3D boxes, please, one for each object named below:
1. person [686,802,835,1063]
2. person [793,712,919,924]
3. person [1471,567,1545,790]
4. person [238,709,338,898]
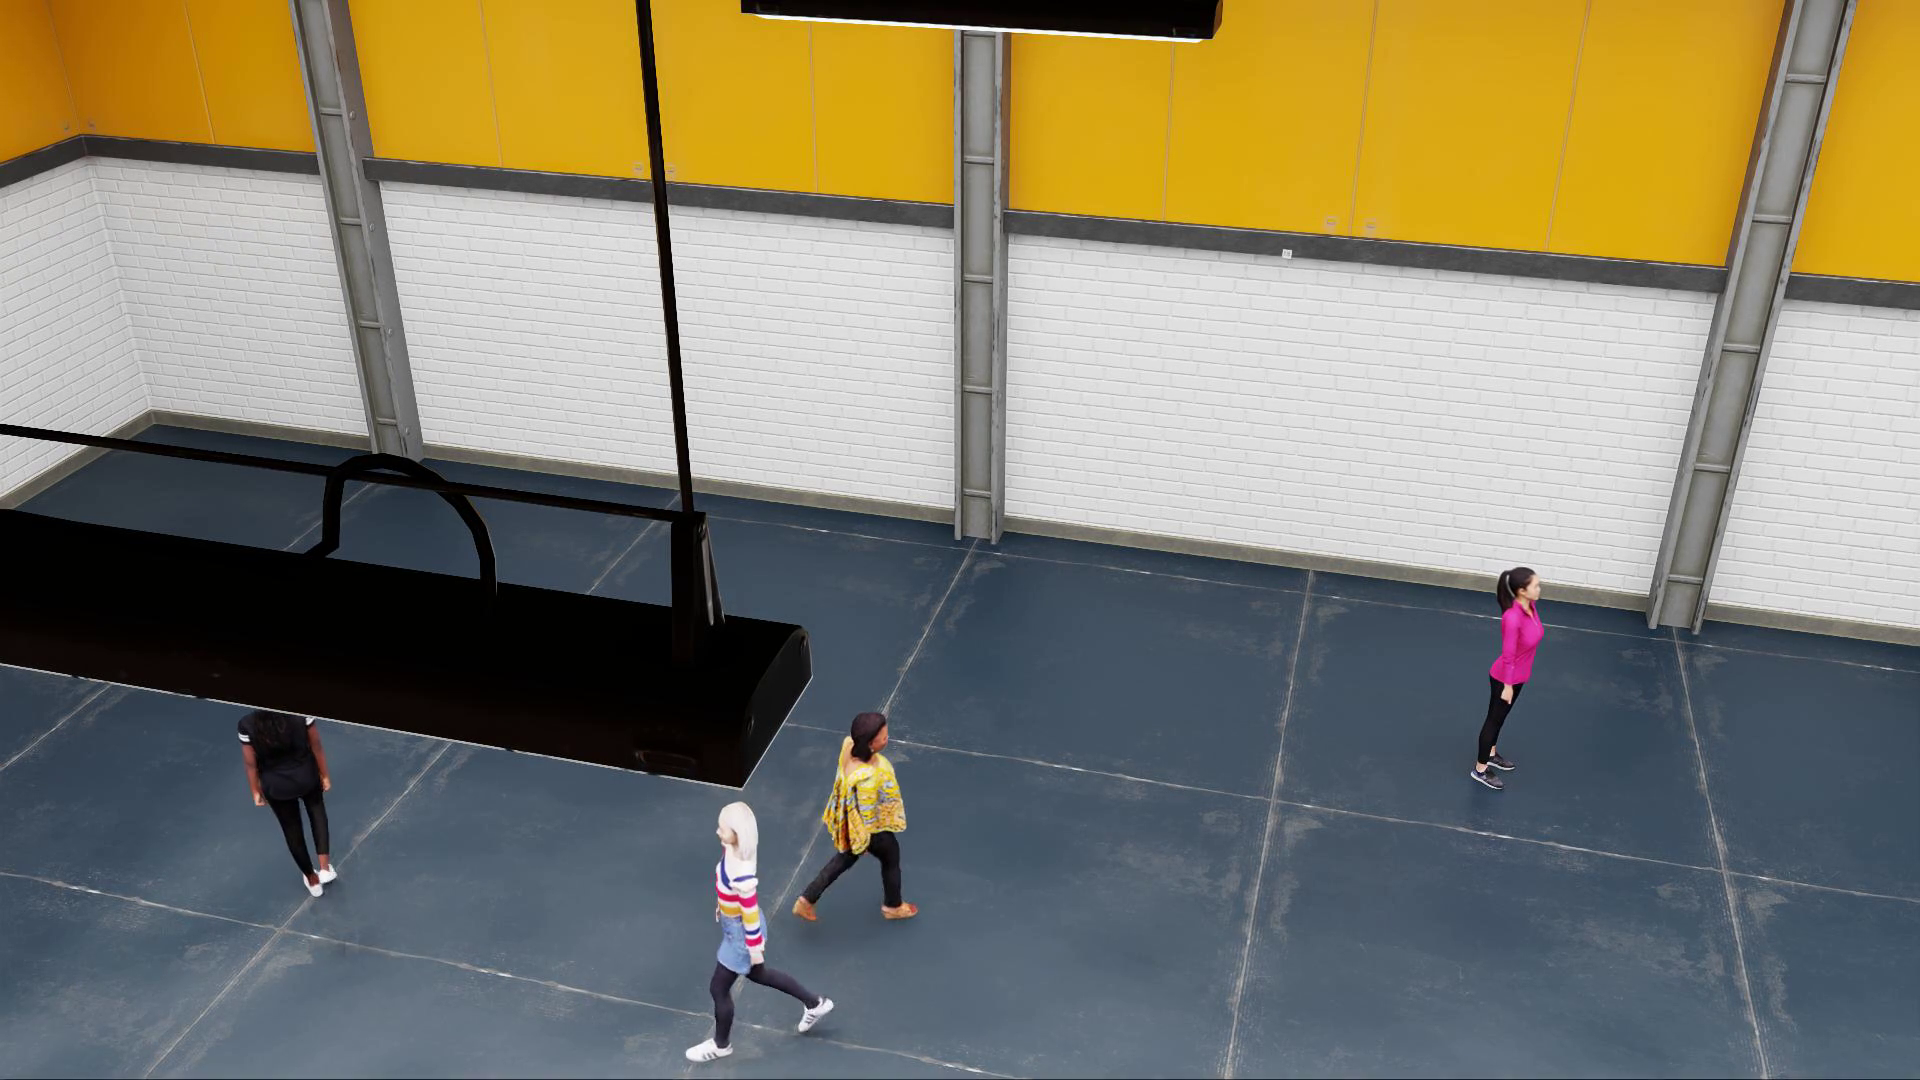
[{"bbox_3d":[-1.133,2.183,9.351,1.205,1.777,0.965,-5,29,-8],"label":"person"},{"bbox_3d":[-0.670,1.768,10.277,1.167,1.619,1.066,-12,31,-21],"label":"person"},{"bbox_3d":[3.861,0.943,11.720,0.659,1.696,0.649,17,33,28],"label":"person"},{"bbox_3d":[-4.209,1.576,10.519,0.760,1.724,0.818,-16,32,-26],"label":"person"}]
